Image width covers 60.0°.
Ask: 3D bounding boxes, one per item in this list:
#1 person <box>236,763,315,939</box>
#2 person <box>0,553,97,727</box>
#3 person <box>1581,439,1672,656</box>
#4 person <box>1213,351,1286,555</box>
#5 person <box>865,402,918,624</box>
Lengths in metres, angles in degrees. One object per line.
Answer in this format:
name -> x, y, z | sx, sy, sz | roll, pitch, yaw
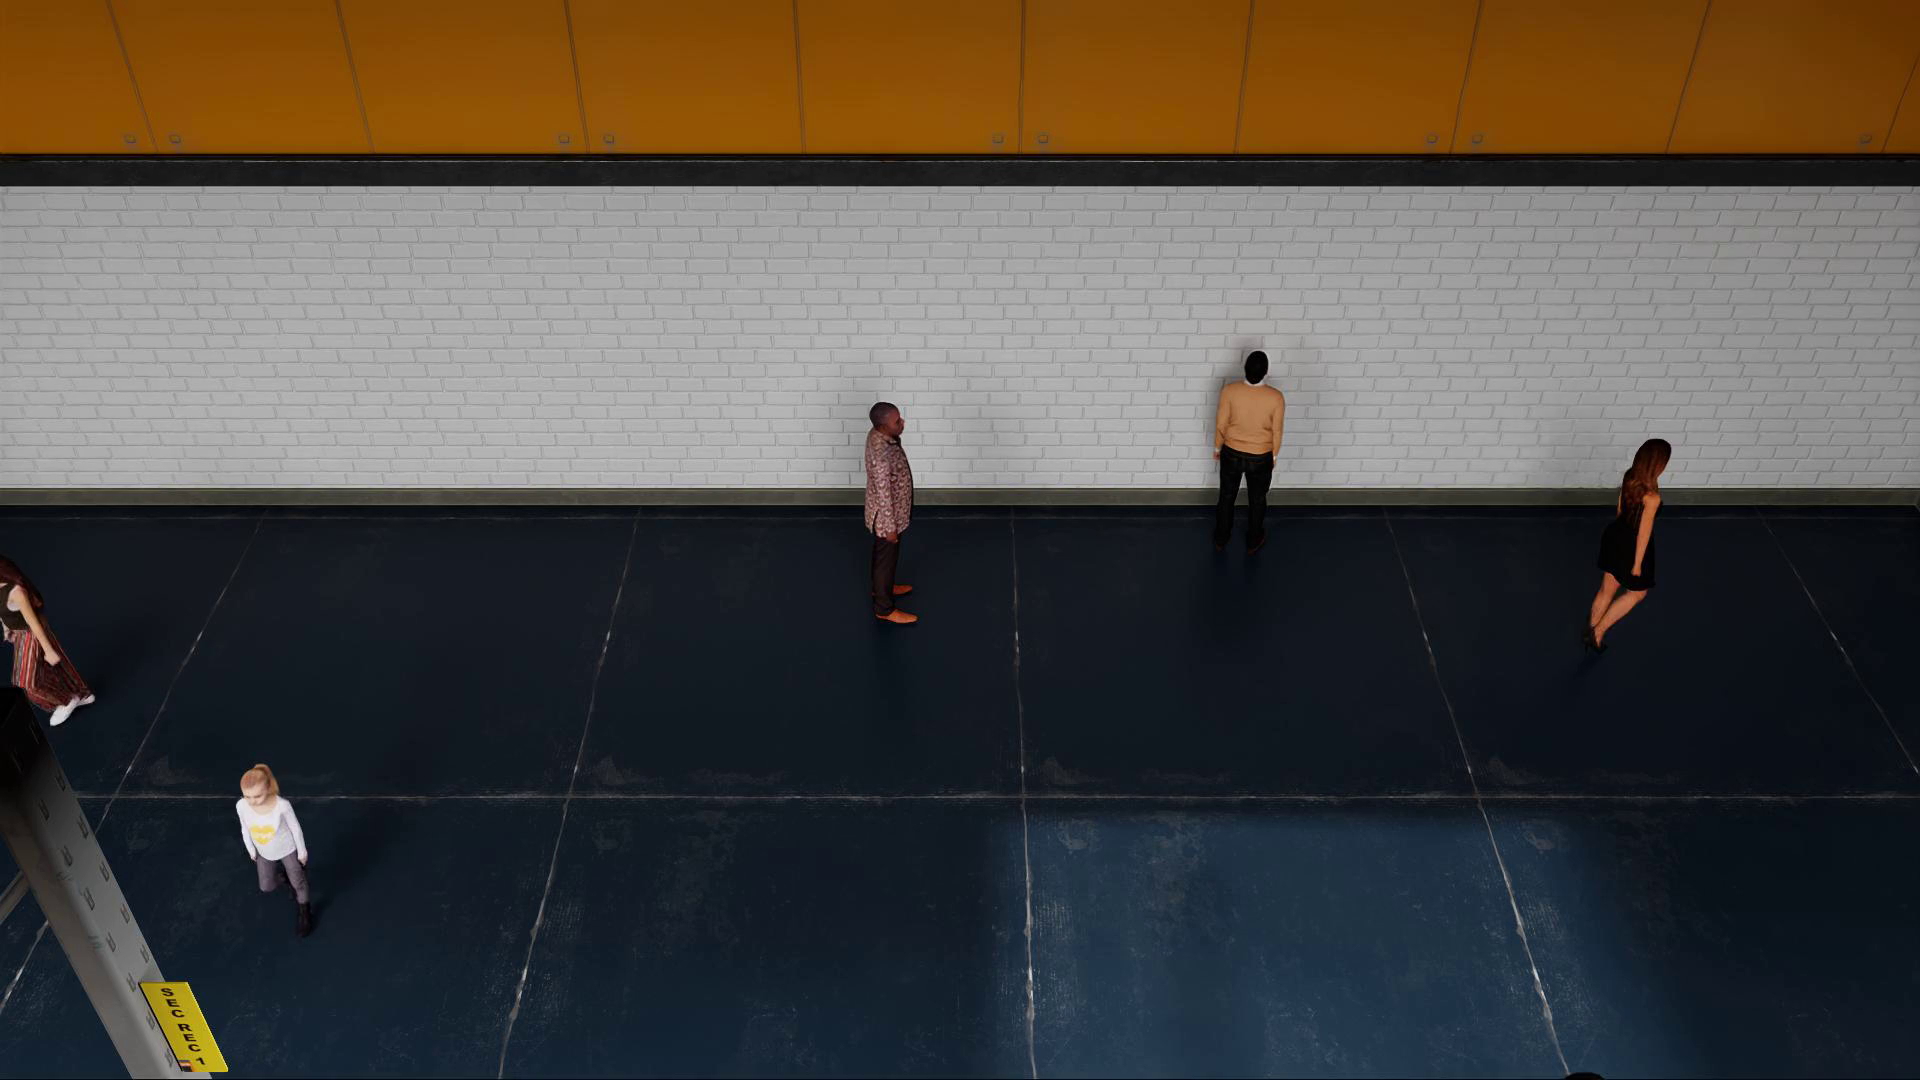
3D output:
person -> -4.019, 1.777, 9.839 | 0.494, 1.272, 0.627 | 0, 39, 0
person -> -6.117, 0.608, 11.090 | 0.881, 1.537, 0.825 | -30, 48, -32
person -> 4.523, 0.096, 11.499 | 0.728, 1.828, 0.588 | -8, 39, -9
person -> 2.153, -0.652, 12.495 | 0.719, 1.754, 0.691 | 10, 40, 12
person -> -0.534, -0.222, 11.913 | 0.761, 1.808, 0.533 | -3, 39, -3
